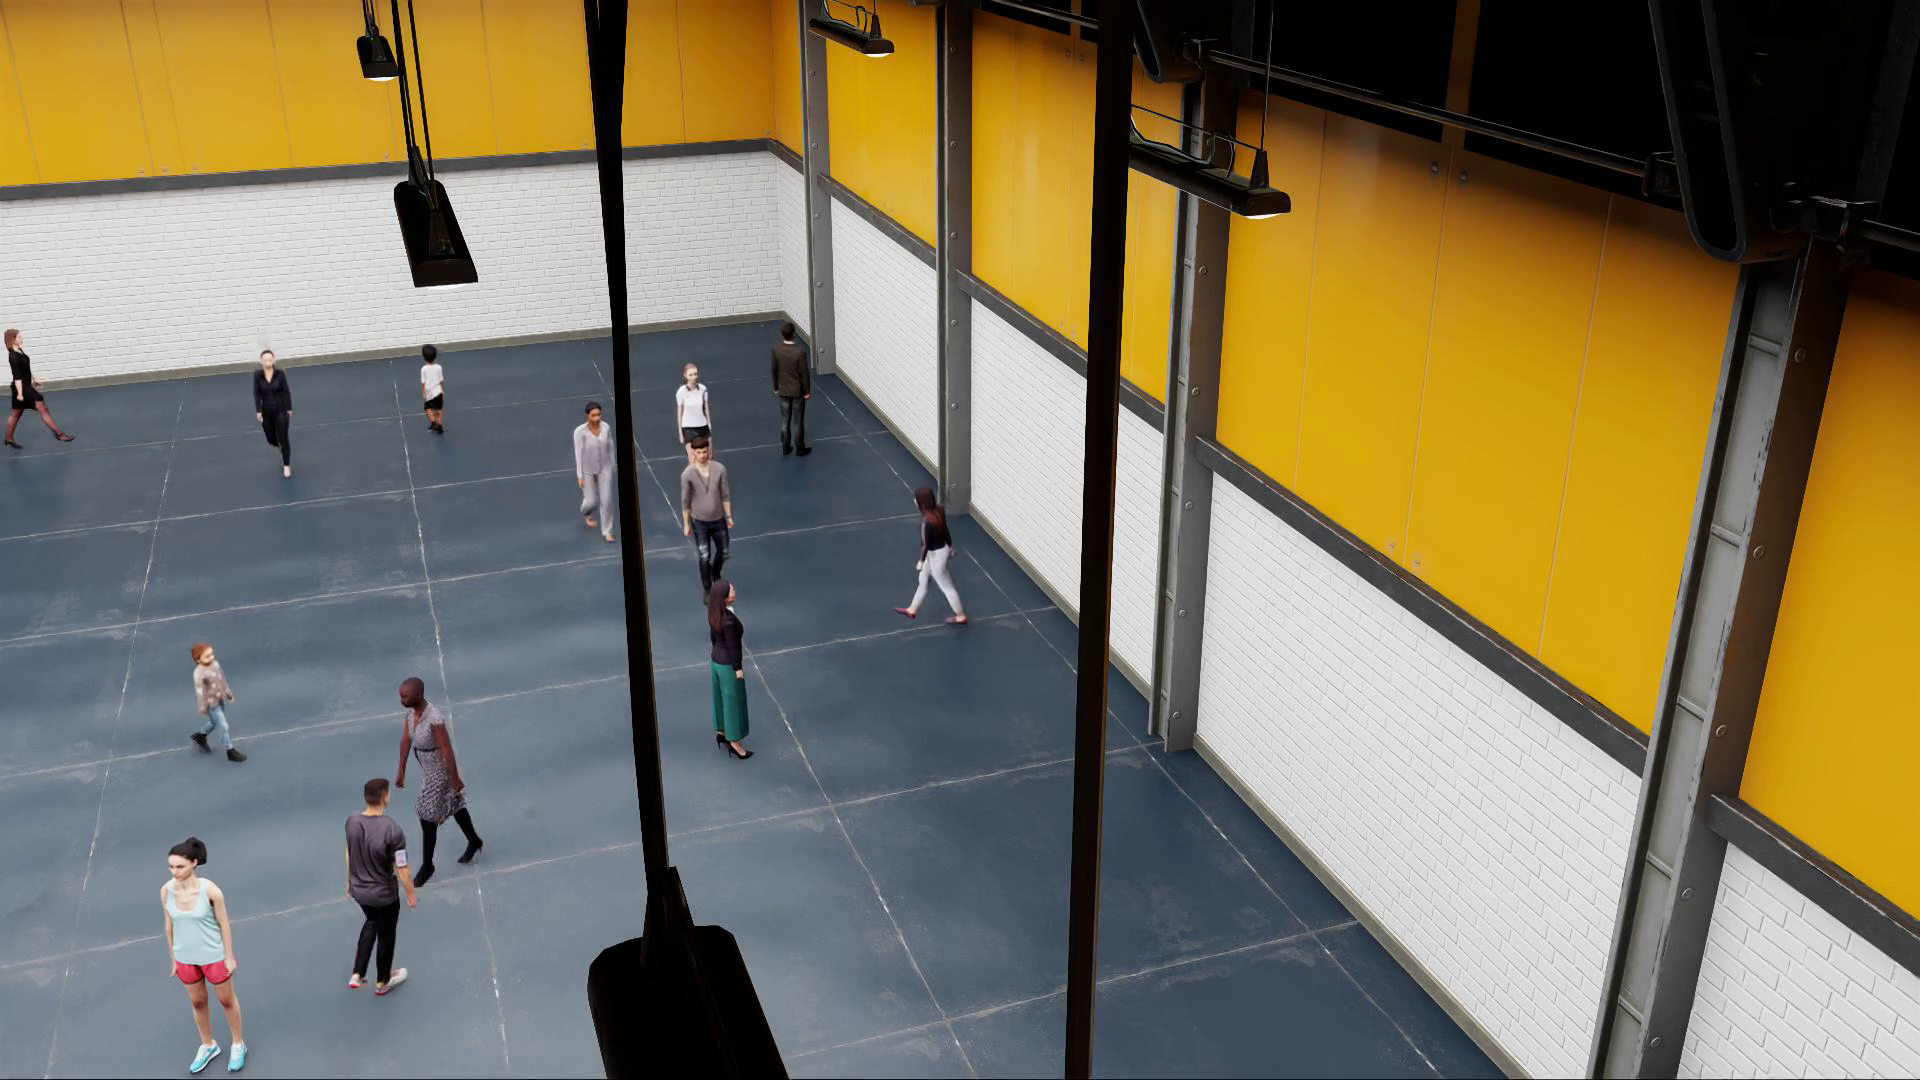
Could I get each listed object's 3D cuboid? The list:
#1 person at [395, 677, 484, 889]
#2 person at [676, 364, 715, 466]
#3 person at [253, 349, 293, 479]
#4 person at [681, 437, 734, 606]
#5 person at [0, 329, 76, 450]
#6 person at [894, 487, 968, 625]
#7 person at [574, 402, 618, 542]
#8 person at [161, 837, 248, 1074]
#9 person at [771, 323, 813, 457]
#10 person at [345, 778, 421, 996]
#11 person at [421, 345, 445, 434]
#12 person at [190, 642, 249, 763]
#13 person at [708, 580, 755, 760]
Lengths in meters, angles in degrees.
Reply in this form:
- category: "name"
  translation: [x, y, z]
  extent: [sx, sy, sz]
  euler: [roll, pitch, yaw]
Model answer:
- category: "person"
  translation: [-4.128, 1.856, 13.391]
  extent: [0.997, 1.757, 0.939]
  euler: [20, 31, 39]
- category: "person"
  translation: [-3.335, -1.390, 20.833]
  extent: [0.603, 1.745, 0.635]
  euler: [-11, 26, -24]
- category: "person"
  translation: [-8.860, -1.649, 21.487]
  extent: [0.599, 1.695, 0.910]
  euler: [-8, 25, -17]
- category: "person"
  translation: [-2.744, -0.246, 18.035]
  extent: [0.708, 1.889, 0.727]
  euler: [-7, 25, -17]
- category: "person"
  translation: [-12.645, -1.982, 22.297]
  extent: [0.735, 1.657, 1.032]
  euler: [-11, 26, -24]
- category: "person"
  translation: [-0.195, 0.211, 17.416]
  extent: [1.018, 1.548, 1.057]
  euler: [7, 25, 17]
- category: "person"
  translation: [-4.323, -0.834, 19.607]
  extent: [0.711, 1.709, 0.880]
  euler: [-15, 28, -31]
- category: "person"
  translation: [-5.103, 2.802, 11.217]
  extent: [0.667, 1.765, 0.687]
  euler: [0, 24, 1]
- category: "person"
  translation: [-2.251, -2.014, 22.187]
  extent: [0.751, 1.803, 0.777]
  euler: [8, 25, 18]
- category: "person"
  translation: [-4.201, 2.551, 11.828]
  extent: [0.878, 1.737, 0.935]
  euler: [8, 25, 17]
- category: "person"
  translation: [-7.258, -2.060, 22.986]
  extent: [0.592, 1.248, 0.569]
  euler: [21, 31, 40]
- category: "person"
  translation: [-6.792, 1.448, 15.047]
  extent: [0.782, 1.179, 0.820]
  euler: [4, 24, 9]
- category: "person"
  translation: [-2.101, 1.155, 15.016]
  extent: [0.719, 1.740, 0.536]
  euler: [-15, 28, -30]
